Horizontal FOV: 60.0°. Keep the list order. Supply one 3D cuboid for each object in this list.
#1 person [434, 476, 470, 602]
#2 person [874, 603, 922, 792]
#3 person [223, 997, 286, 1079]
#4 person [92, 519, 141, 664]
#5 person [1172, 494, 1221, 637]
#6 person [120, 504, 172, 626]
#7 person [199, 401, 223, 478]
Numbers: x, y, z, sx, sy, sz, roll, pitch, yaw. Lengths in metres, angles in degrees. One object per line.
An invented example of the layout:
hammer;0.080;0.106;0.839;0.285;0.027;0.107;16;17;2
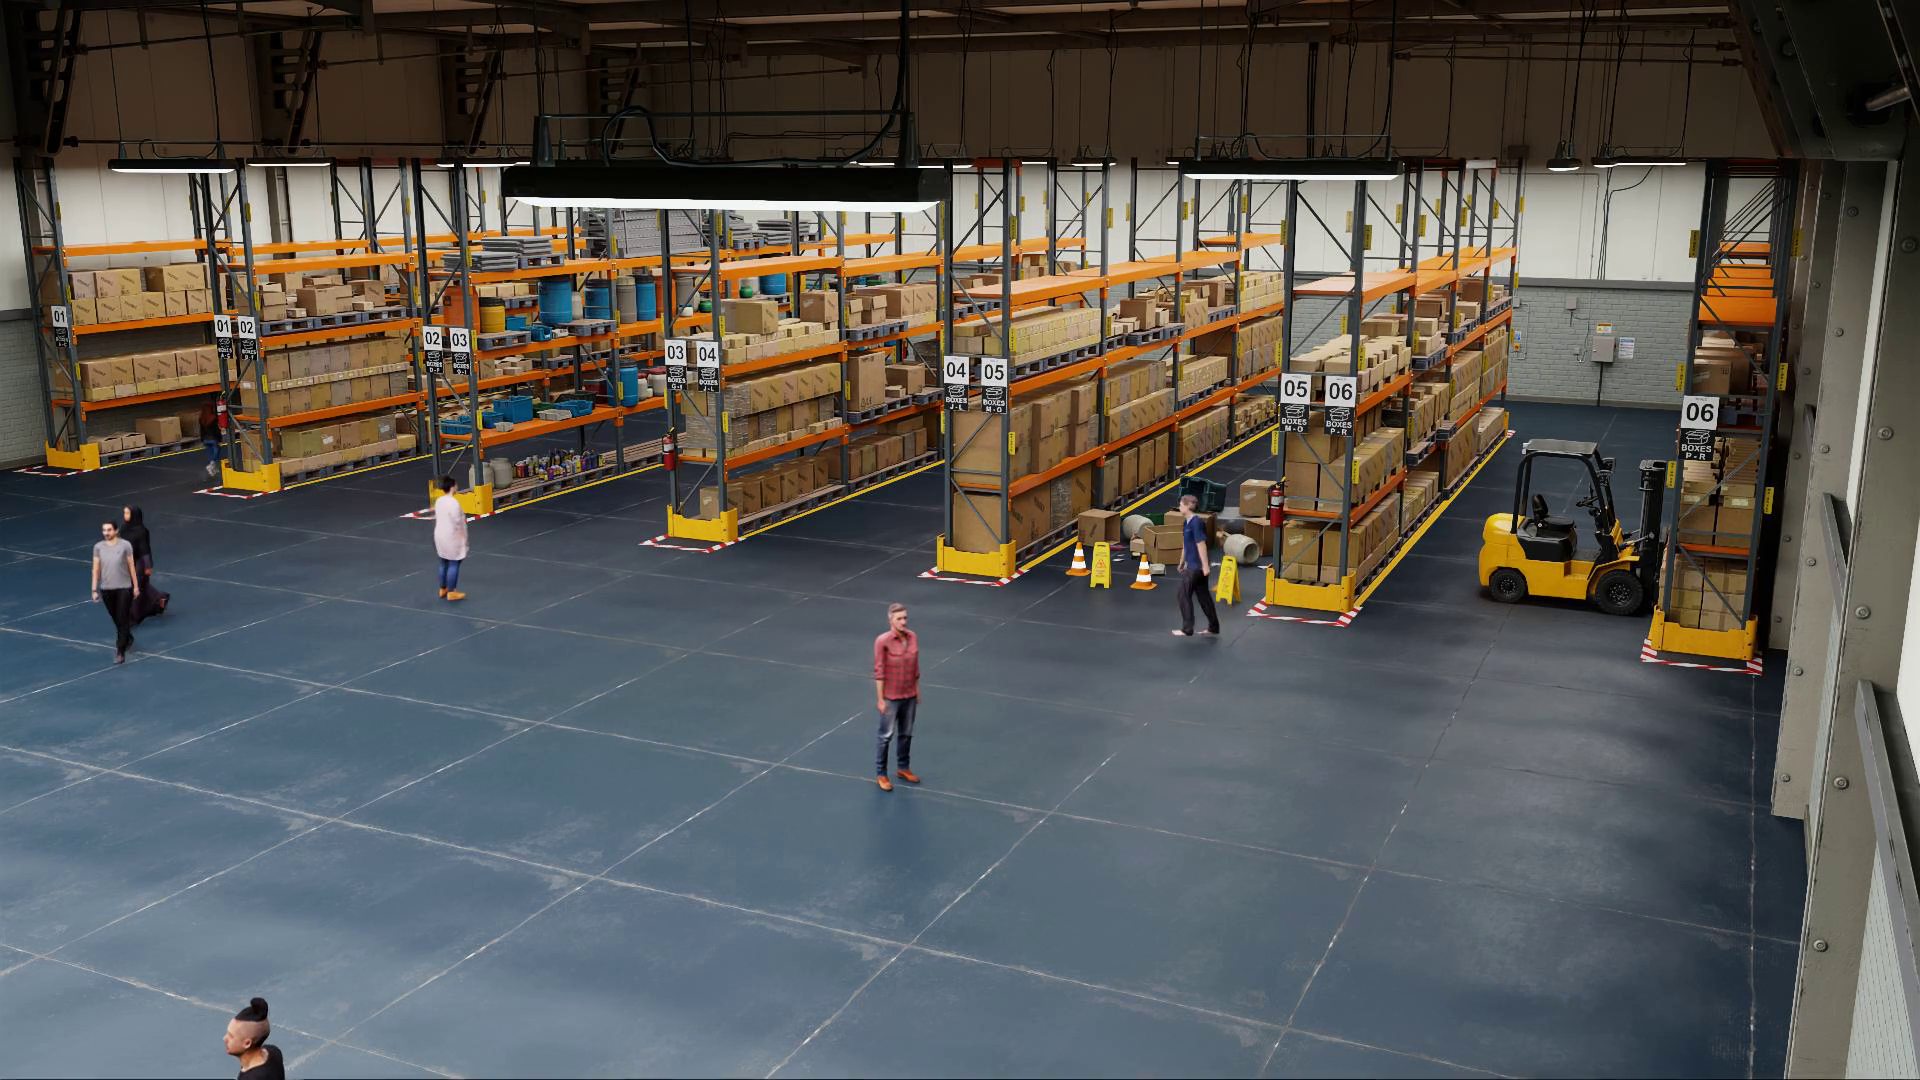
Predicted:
person;-7.099;-0.033;23.055;0.755;1.737;0.739;12;18;43
person;-0.616;1.496;16.247;0.674;1.830;0.821;-10;16;-37
person;-3.543;3.251;8.691;1.161;1.820;1.234;-2;13;-8
person;-10.312;0.595;20.392;1.055;1.715;1.255;-2;13;-8
person;3.096;0.361;21.176;0.941;1.819;0.926;-2;13;-7
person;-10.794;0.304;21.920;0.654;1.592;1.040;7;15;29
person;-14.326;-1.909;31.751;0.741;1.469;0.895;0;13;2
